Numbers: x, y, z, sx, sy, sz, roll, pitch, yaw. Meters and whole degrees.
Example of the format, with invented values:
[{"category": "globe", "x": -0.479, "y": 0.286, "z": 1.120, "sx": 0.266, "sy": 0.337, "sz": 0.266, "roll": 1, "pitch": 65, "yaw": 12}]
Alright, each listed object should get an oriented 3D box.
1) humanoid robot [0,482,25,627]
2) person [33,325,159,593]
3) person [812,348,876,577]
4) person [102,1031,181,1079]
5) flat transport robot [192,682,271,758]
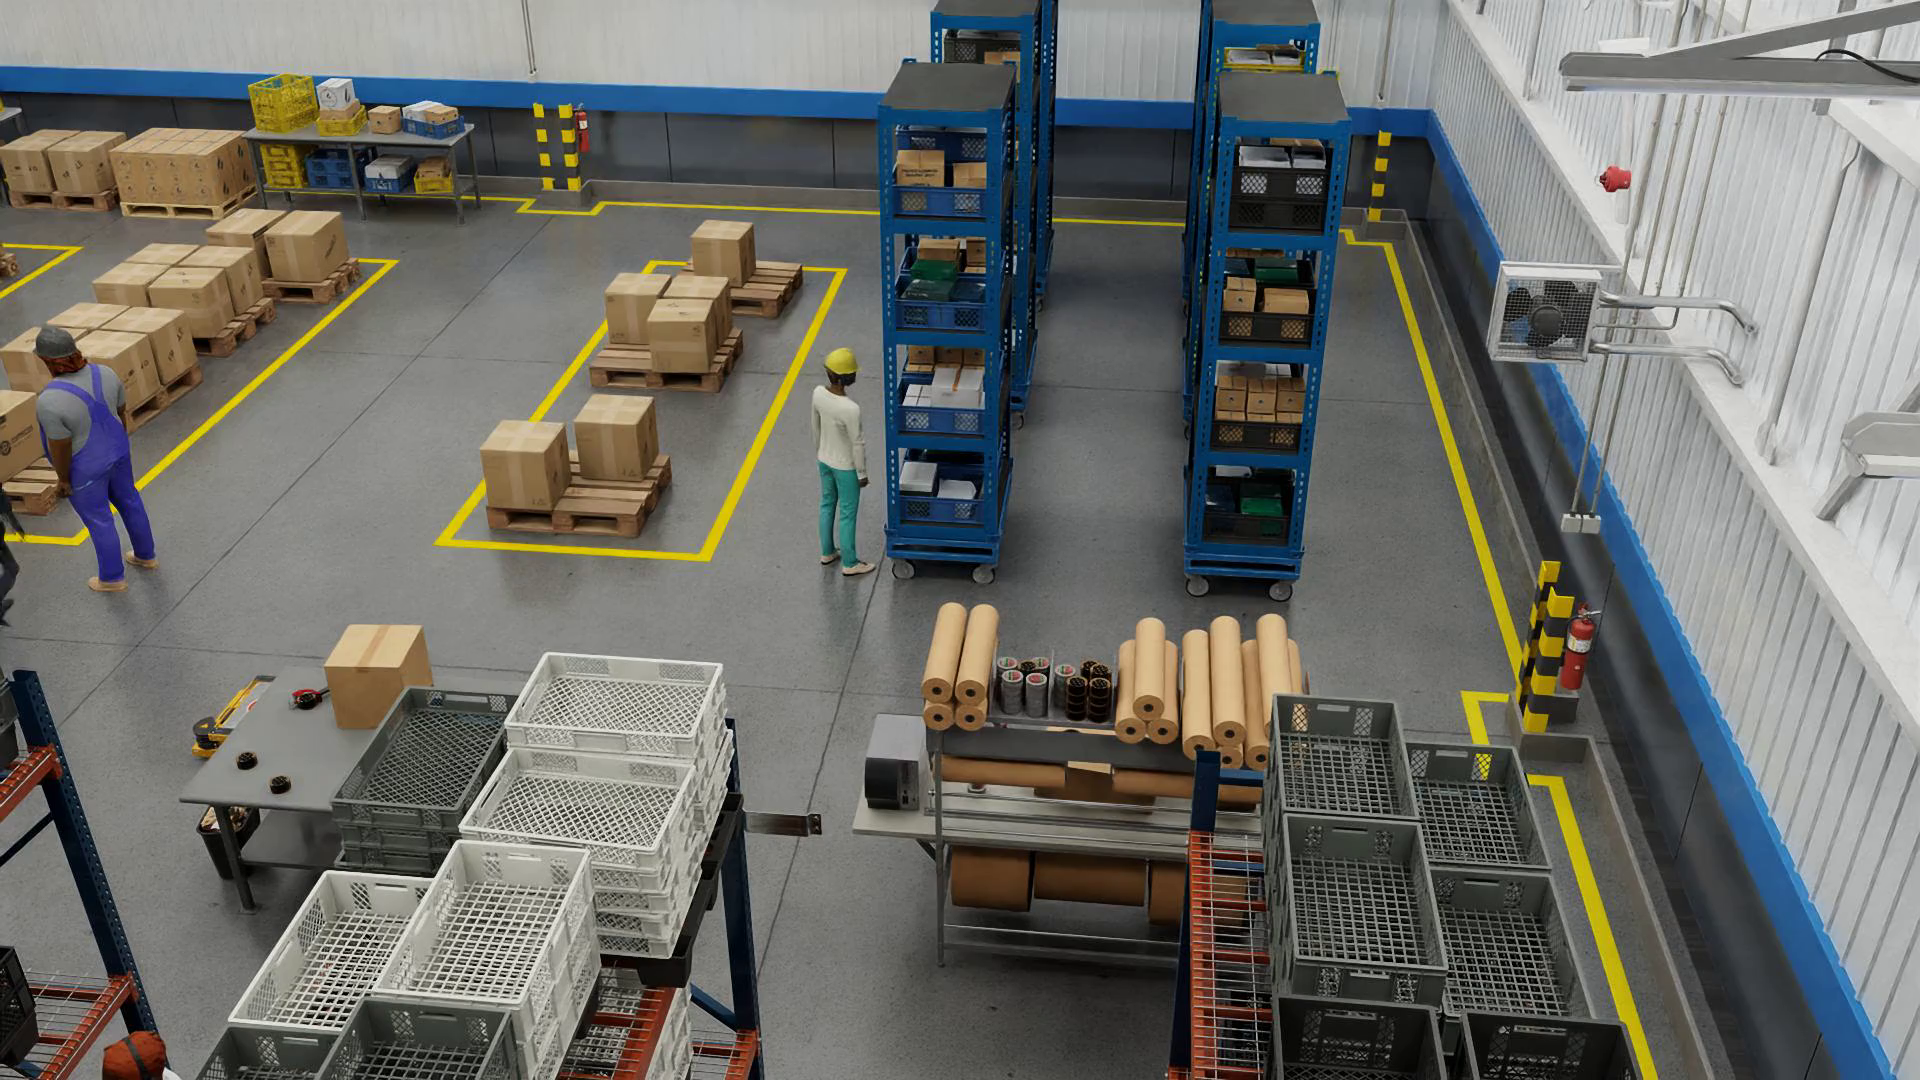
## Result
[{"category": "humanoid robot", "x": -6.862, "y": -0.126, "z": 11.497, "sx": 0.581, "sy": 1.649, "sz": 0.470, "roll": 1, "pitch": 30, "yaw": 2}, {"category": "person", "x": -6.271, "y": -0.592, "z": 11.931, "sx": 0.536, "sy": 2.000, "sz": 0.673, "roll": 10, "pitch": 32, "yaw": 17}, {"category": "person", "x": -0.855, "y": -0.578, "z": 12.178, "sx": 0.326, "sy": 1.765, "sz": 0.531, "roll": -25, "pitch": 38, "yaw": -36}, {"category": "person", "x": -3.038, "y": 2.642, "z": 6.532, "sx": 0.574, "sy": 1.882, "sz": 0.356, "roll": 24, "pitch": 38, "yaw": 35}, {"category": "flat transport robot", "x": -4.089, "y": 1.163, "z": 10.648, "sx": 1.431, "sy": 0.197, "sz": 0.652, "roll": 3, "pitch": 30, "yaw": 6}]
